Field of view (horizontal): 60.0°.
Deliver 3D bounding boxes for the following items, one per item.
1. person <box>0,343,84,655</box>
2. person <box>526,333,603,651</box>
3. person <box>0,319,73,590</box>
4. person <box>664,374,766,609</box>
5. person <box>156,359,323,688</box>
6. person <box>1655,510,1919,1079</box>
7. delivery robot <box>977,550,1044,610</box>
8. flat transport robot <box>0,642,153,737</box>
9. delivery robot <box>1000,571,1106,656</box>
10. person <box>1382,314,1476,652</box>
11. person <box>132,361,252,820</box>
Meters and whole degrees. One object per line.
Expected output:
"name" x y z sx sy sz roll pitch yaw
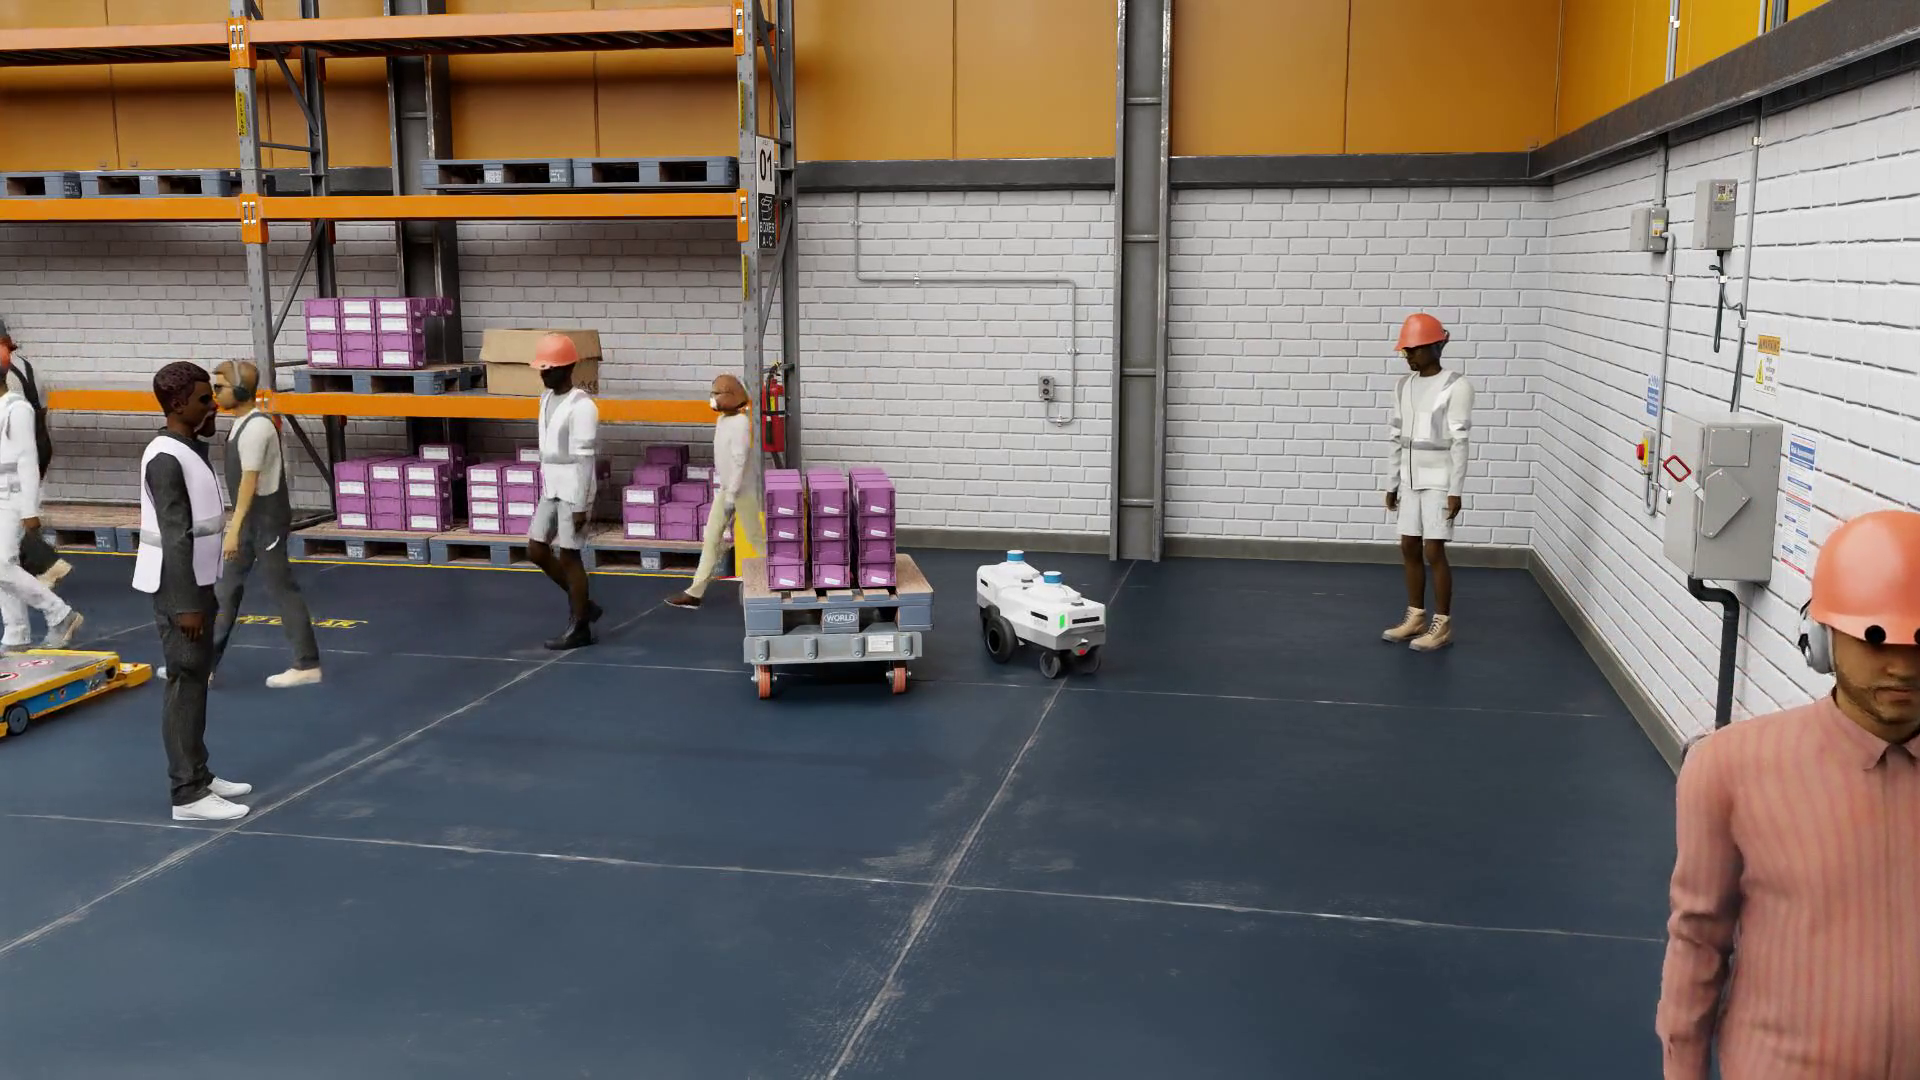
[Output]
"person" -5.526 -0.210 9.675 0.582 1.870 0.451 9 13 43
"person" -2.383 -0.278 9.954 0.398 1.915 0.569 -8 12 -40
"person" -6.521 -0.586 11.438 0.657 2.000 0.717 0 9 -1
"person" -1.545 -0.316 11.157 0.849 1.580 0.518 -5 11 -28
"person" -3.926 -0.057 8.963 0.899 1.809 0.513 -6 11 -33
"person" 1.496 0.900 2.776 0.615 1.948 1.019 2 10 10
"delivery robot" 0.340 0.308 10.237 0.477 0.478 0.707 -2 10 -14
"flat transport robot" -4.898 0.778 8.541 0.652 0.197 1.431 1 10 9
"delivery robot" 0.530 0.425 9.533 0.477 0.478 0.707 -5 11 -29
"person" 2.801 -0.347 10.055 0.408 2.027 0.624 -5 11 -27
"person" -3.250 0.212 6.997 0.393 1.920 0.587 -3 10 -18
